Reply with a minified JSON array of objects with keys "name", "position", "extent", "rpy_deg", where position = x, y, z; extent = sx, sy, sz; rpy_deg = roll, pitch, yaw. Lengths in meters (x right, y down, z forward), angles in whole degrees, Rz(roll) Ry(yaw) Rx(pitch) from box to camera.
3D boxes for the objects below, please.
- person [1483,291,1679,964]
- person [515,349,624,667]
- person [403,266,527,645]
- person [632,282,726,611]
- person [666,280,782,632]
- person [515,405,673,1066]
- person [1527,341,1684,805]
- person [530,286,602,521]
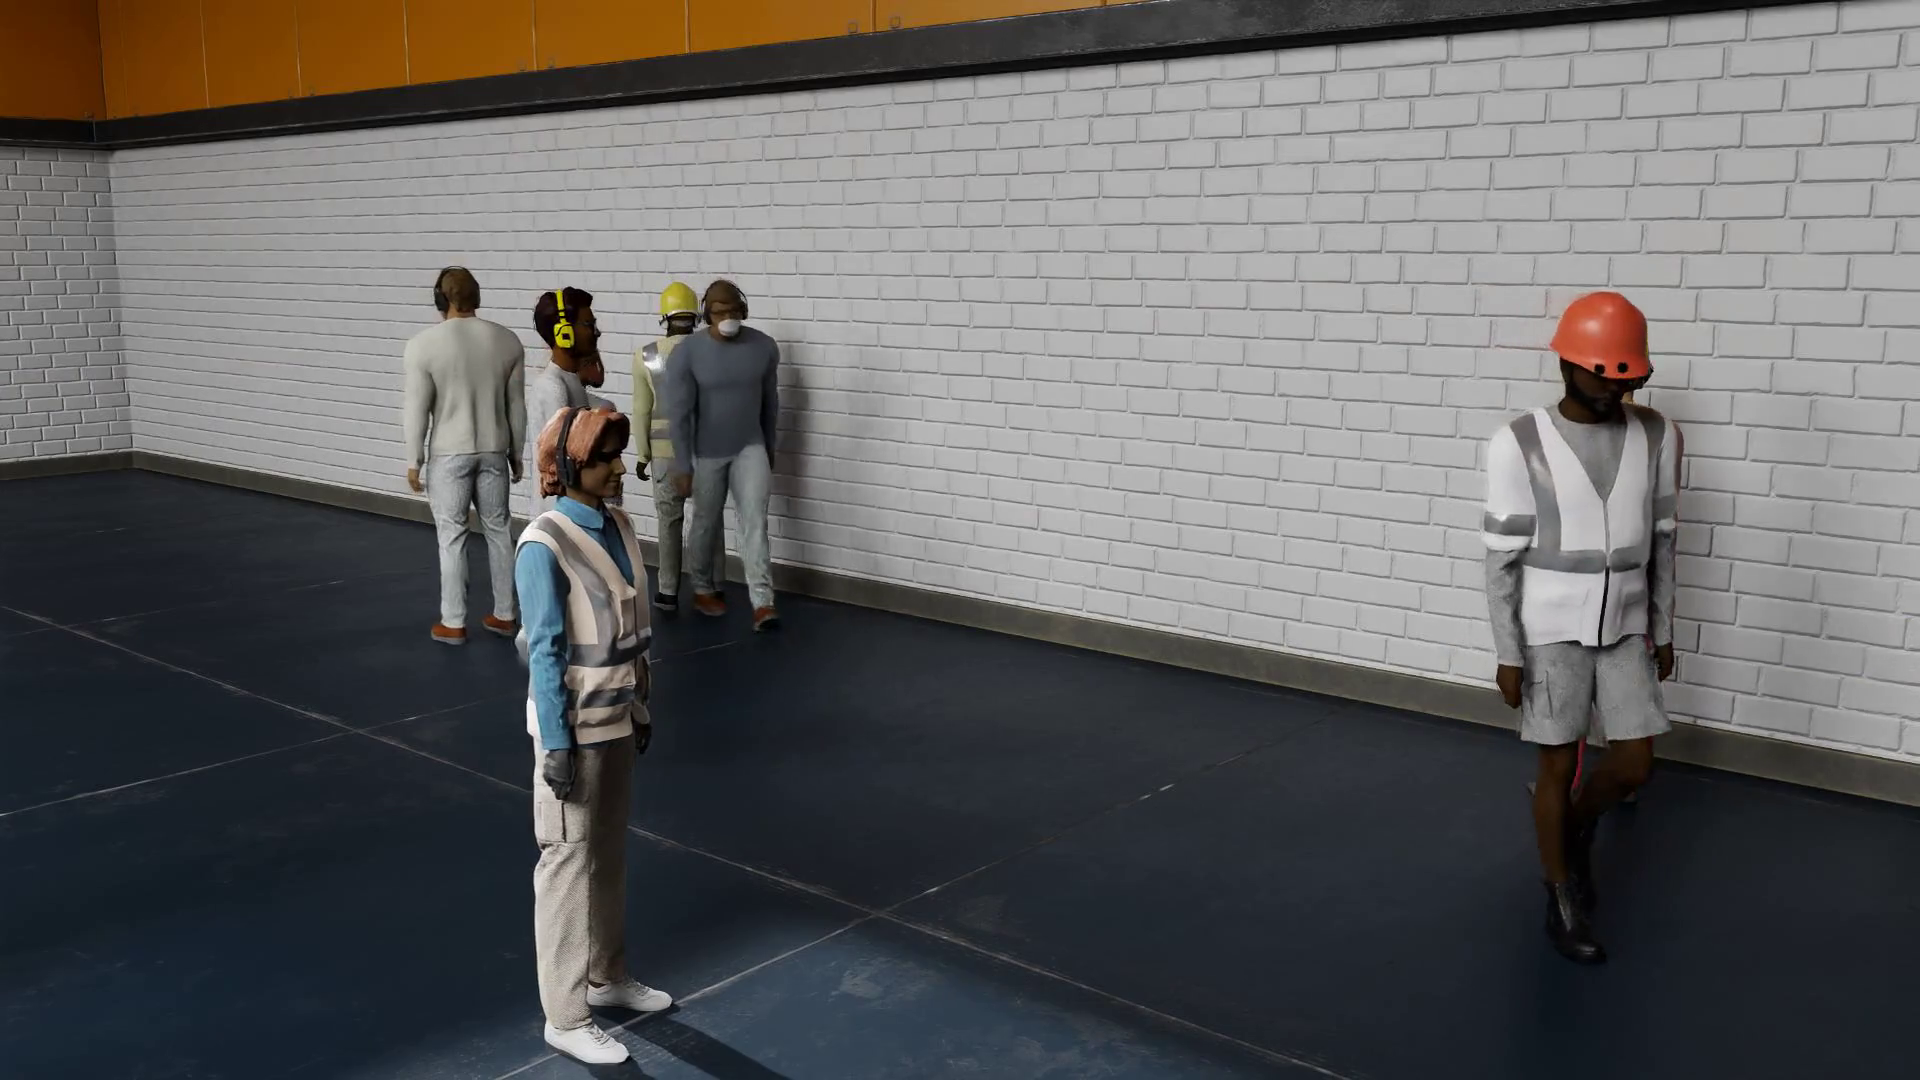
[{"name":"person","position":[1.755,0.254,4.707],"extent":[0.596,1.908,0.521],"rpy_deg":[-1,10,-5]},{"name":"person","position":[-1.820,-0.165,7.935],"extent":[0.516,1.617,0.667],"rpy_deg":[6,11,29]},{"name":"person","position":[-2.529,-0.431,8.546],"extent":[0.642,1.933,0.382],"rpy_deg":[-8,13,-39]},{"name":"person","position":[-1.541,-0.520,9.323],"extent":[0.590,1.837,0.404],"rpy_deg":[-4,11,-22]},{"name":"person","position":[-1.231,-0.445,8.844],"extent":[0.658,1.854,1.048],"rpy_deg":[-5,11,-25]},{"name":"person","position":[-0.935,0.478,4.203],"extent":[0.307,1.640,0.521],"rpy_deg":[2,10,11]},{"name":"person","position":[2.330,0.099,6.032],"extent":[0.527,1.761,0.328],"rpy_deg":[-1,10,-8]},{"name":"person","position":[-1.526,-0.033,6.515],"extent":[0.404,1.888,0.541],"rpy_deg":[-3,10,-15]}]
